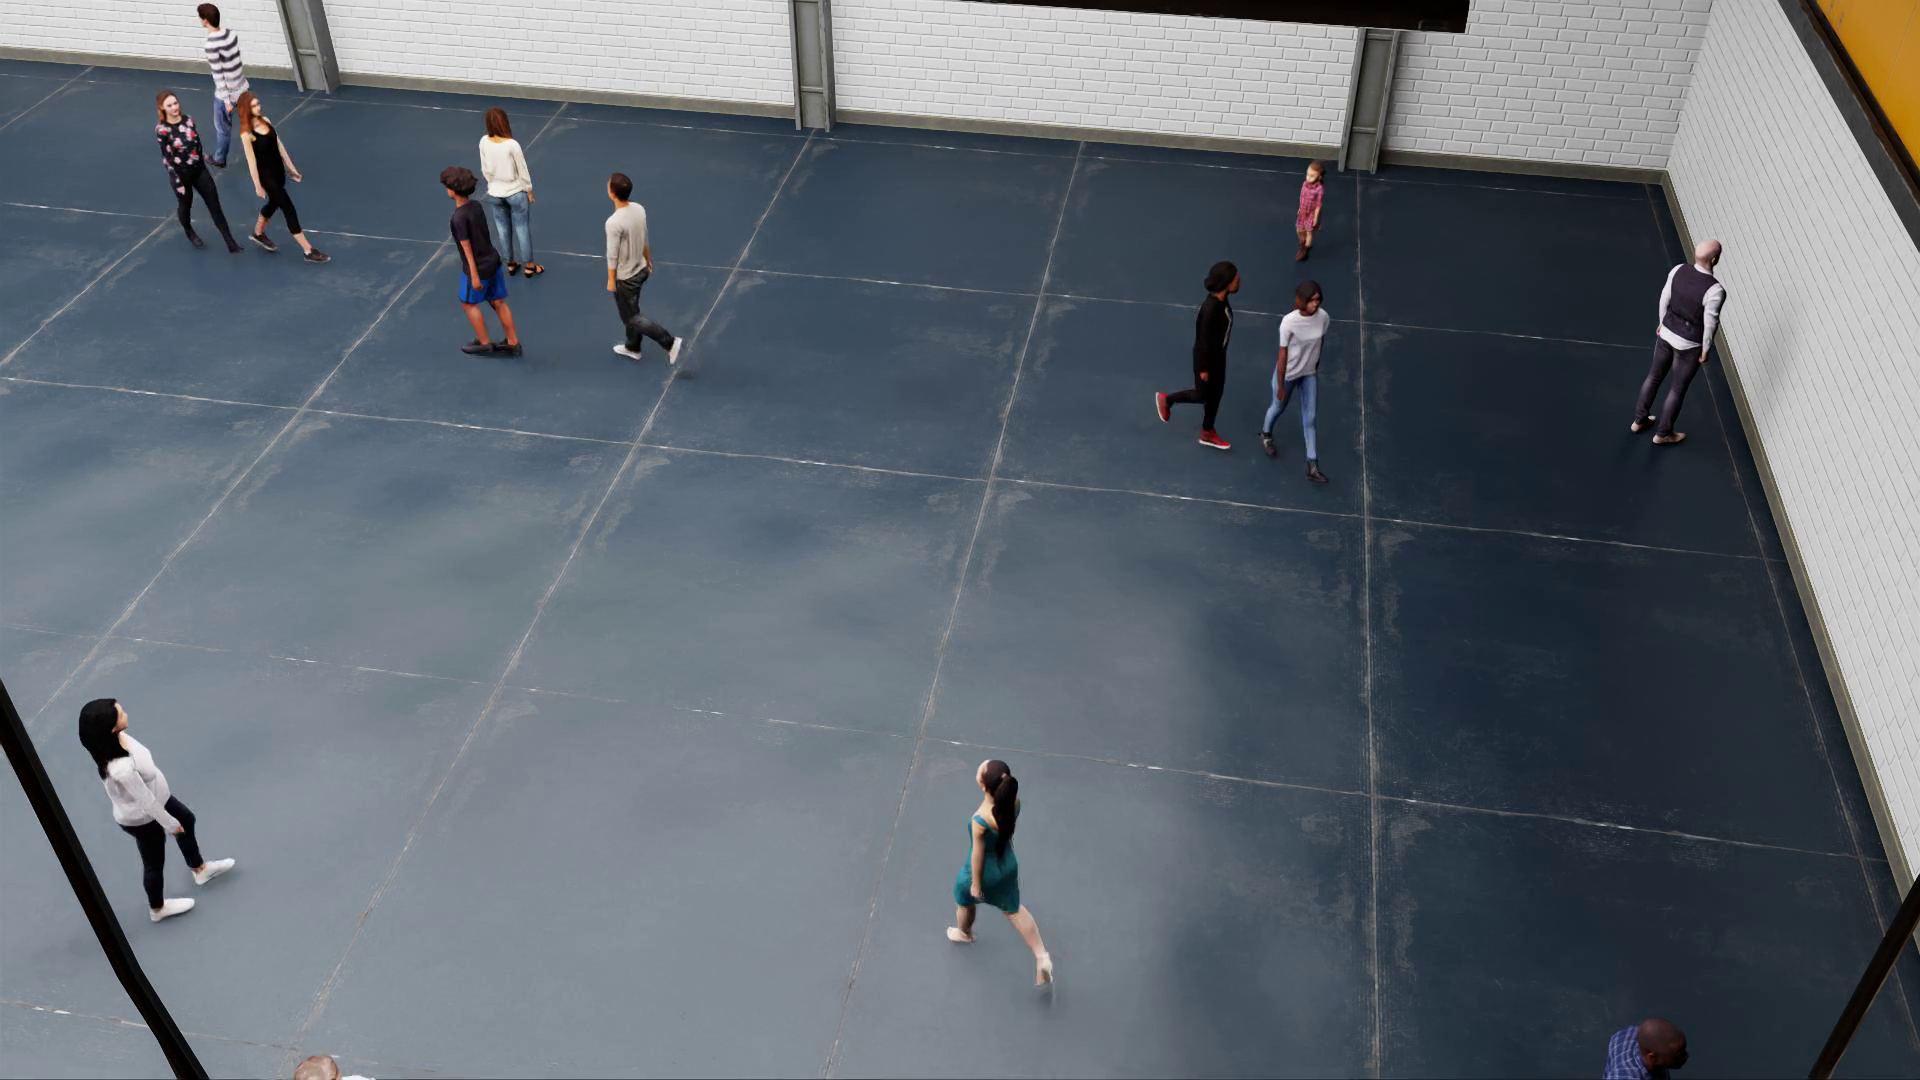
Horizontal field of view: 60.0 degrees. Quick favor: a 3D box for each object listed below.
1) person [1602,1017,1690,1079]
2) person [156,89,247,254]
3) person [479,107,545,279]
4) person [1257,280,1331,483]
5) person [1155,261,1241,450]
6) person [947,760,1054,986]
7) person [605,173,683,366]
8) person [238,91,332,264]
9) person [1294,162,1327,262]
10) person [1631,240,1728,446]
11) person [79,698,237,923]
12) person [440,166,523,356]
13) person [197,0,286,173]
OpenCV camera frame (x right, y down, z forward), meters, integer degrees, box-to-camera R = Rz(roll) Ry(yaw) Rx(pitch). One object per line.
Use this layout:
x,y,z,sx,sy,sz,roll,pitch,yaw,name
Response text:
3.110,2.842,7.875,0.673,1.824,0.723,13,41,16,person
-7.476,-3.533,16.011,1.154,1.632,0.918,25,45,28,person
-4.248,-3.264,15.635,0.524,1.682,0.713,12,40,15,person
2.620,-1.330,13.215,1.122,1.679,1.007,-12,40,-15,person
1.940,-1.486,13.444,1.021,1.637,0.804,21,43,24,person
0.237,1.863,9.232,1.090,1.659,0.894,28,47,31,person
-2.769,-2.280,14.312,1.040,1.795,0.773,15,41,18,person
-6.641,-3.468,15.881,1.112,1.694,0.553,7,39,8,person
3.414,-3.191,16.075,0.563,1.019,0.491,-28,47,-31,person
5.831,-1.607,13.446,0.822,1.824,0.780,-20,43,-23,person
-4.779,1.586,9.559,0.920,1.684,0.856,-21,43,-25,person
-4.095,-2.369,14.447,0.753,1.766,0.638,8,39,10,person
-7.440,-4.618,17.229,1.167,1.808,0.767,10,40,13,person
